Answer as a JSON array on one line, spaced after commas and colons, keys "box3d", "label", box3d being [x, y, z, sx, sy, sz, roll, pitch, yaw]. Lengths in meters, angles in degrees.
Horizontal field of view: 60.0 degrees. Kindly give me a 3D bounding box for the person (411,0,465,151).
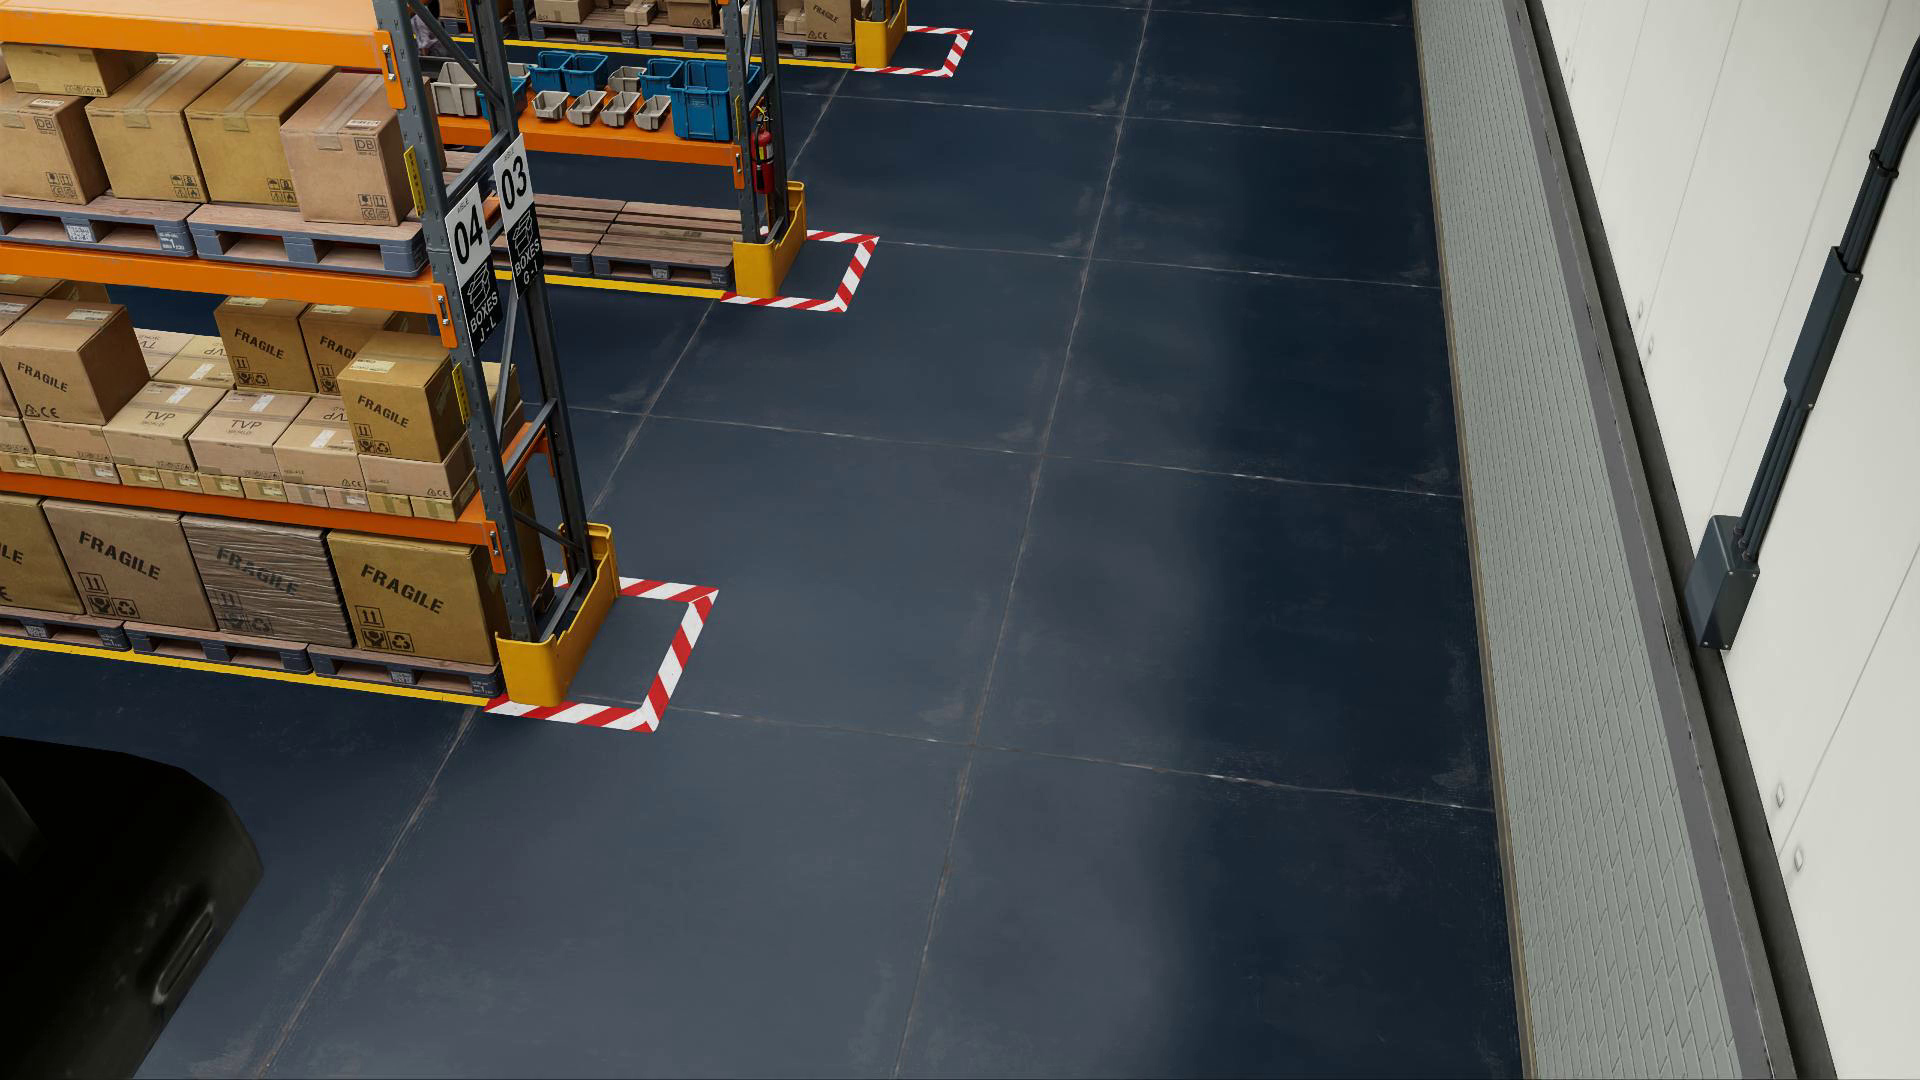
[{"box3d": [-4.909, -4.521, 15.647, 0.514, 1.733, 0.593, 5, 38, 7], "label": "person"}]
